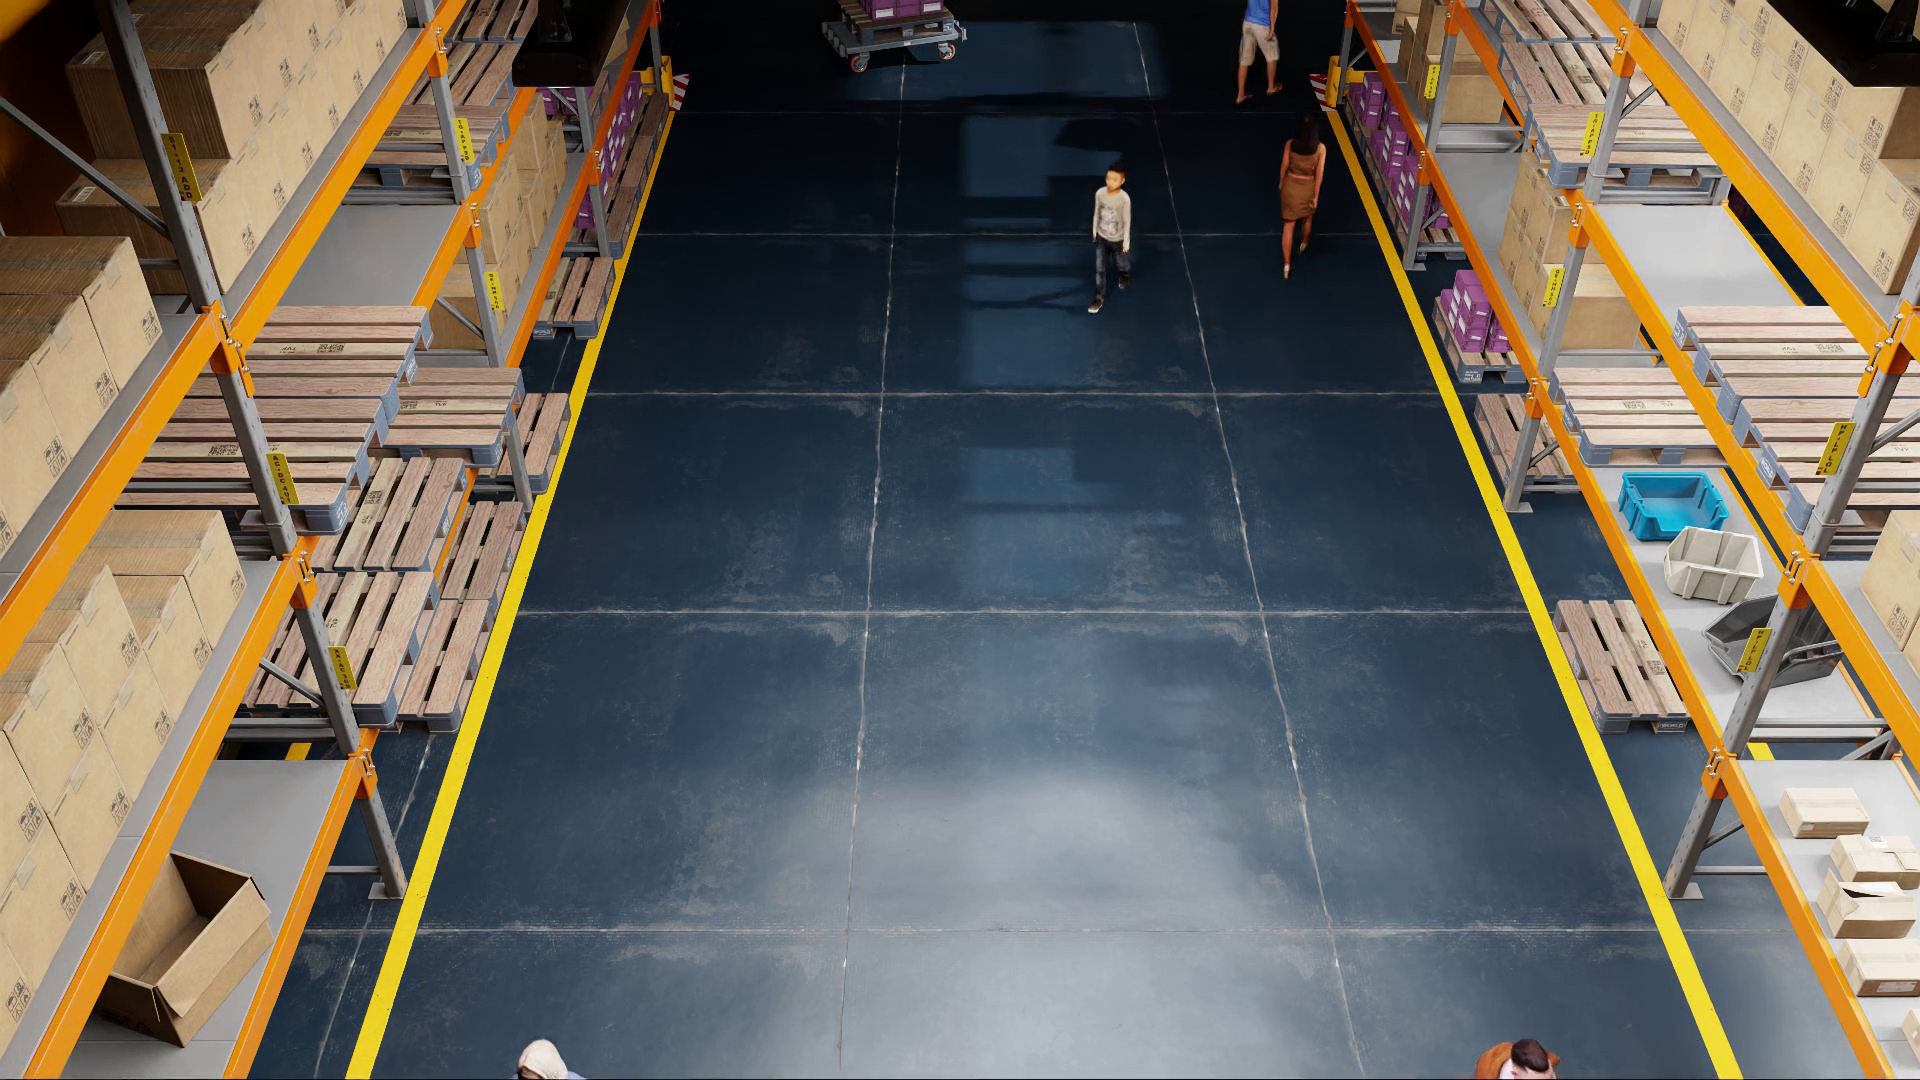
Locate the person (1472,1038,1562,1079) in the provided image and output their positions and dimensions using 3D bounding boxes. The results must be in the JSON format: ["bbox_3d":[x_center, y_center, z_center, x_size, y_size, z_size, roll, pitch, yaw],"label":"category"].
[{"bbox_3d":[2.541,2.982,8.166,0.933,1.817,1.018,-19,42,-22],"label":"person"}]

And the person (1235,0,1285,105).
[{"bbox_3d":[3.425,-5.960,19.345,0.953,1.839,1.064,24,45,27],"label":"person"}]

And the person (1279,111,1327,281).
[{"bbox_3d":[3.285,-3.316,16.178,0.719,1.659,1.006,10,40,12],"label":"person"}]

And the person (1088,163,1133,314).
[{"bbox_3d":[1.480,-2.914,15.848,0.822,1.443,1.012,18,42,22],"label":"person"}]

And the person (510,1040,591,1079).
[{"bbox_3d":[-1.952,3.014,8.184,0.650,1.744,0.519,1,39,1],"label":"person"}]
